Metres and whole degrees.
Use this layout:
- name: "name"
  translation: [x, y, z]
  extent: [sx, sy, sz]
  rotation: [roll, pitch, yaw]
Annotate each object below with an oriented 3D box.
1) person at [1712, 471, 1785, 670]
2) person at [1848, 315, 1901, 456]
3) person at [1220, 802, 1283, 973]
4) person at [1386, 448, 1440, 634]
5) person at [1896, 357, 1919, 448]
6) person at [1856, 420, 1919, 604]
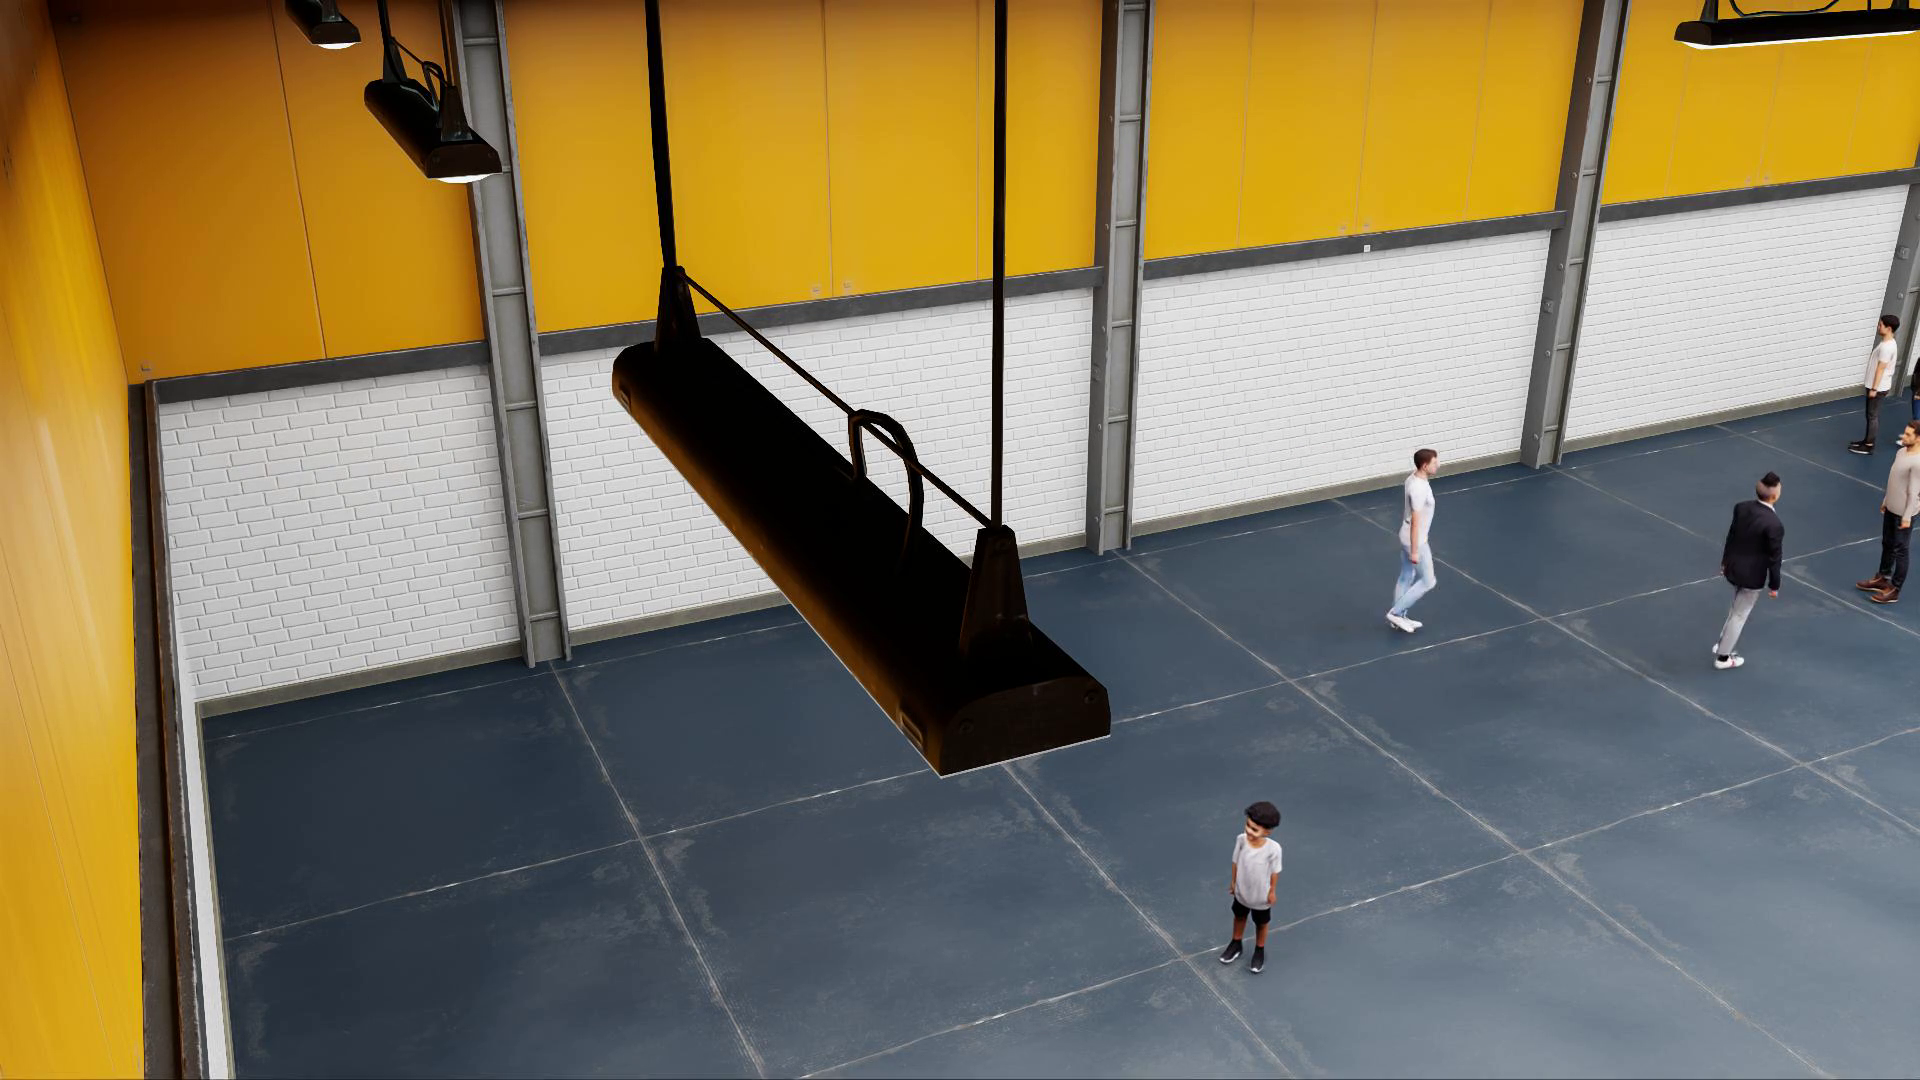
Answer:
- name: "person"
  translation: [6.992, 0.282, 14.924]
  extent: [0.713, 1.944, 0.773]
  rotation: [-7, 25, -15]
- name: "person"
  translation: [11.156, -1.897, 20.190]
  extent: [0.751, 1.718, 0.659]
  rotation: [12, 26, 26]
- name: "person"
  translation: [1.980, 2.297, 11.171]
  extent: [0.574, 1.257, 0.621]
  rotation: [13, 27, 27]
- name: "person"
  translation: [4.186, 0.013, 15.663]
  extent: [0.817, 1.844, 0.796]
  rotation: [2, 24, 5]
- name: "person"
  translation: [11.824, -1.872, 20.426]
  extent: [0.699, 1.483, 0.594]
  rotation: [15, 28, 30]
- name: "person"
  translation: [9.256, -0.295, 16.342]
  extent: [0.705, 1.864, 0.719]
  rotation: [1, 24, 1]
